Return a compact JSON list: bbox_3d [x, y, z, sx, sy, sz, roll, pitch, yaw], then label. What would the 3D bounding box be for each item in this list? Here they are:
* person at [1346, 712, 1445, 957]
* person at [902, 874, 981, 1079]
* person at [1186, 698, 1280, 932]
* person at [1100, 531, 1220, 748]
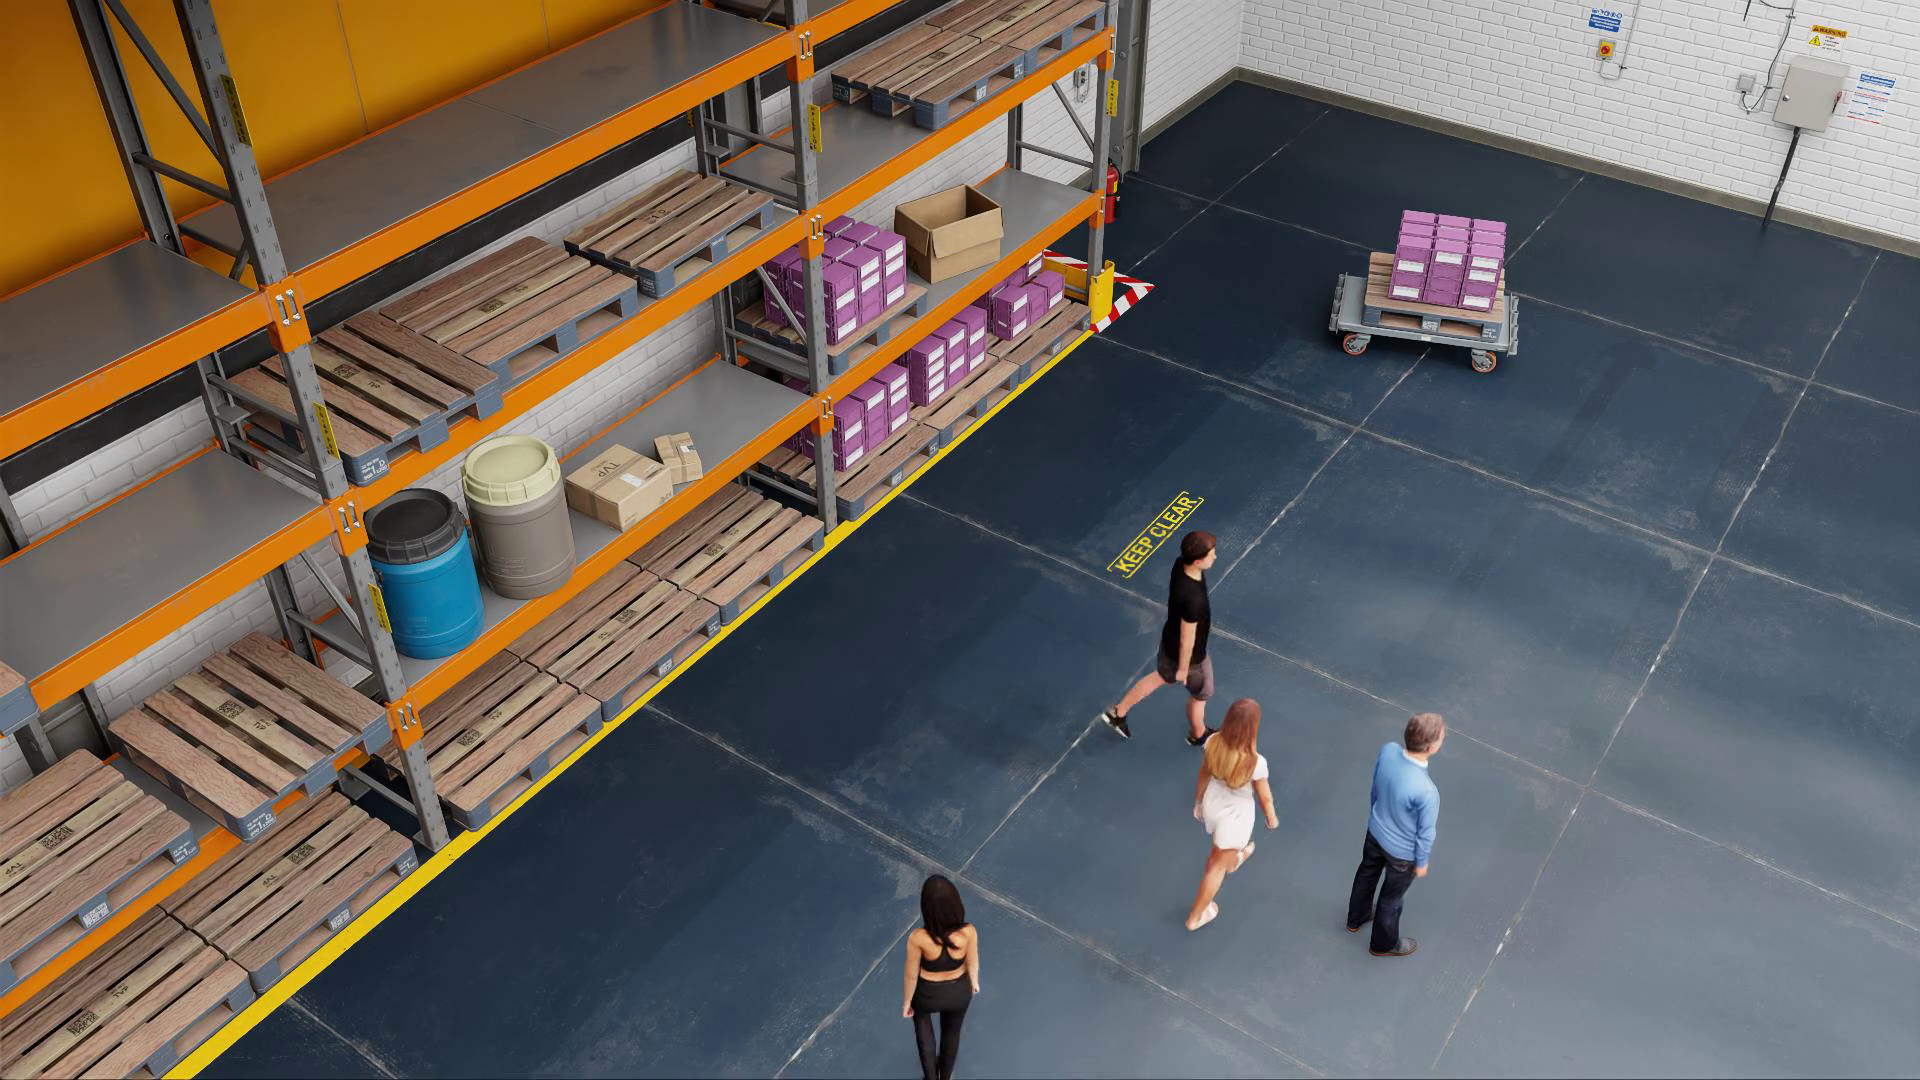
[{"bbox_3d":[2.504,1.683,9.531,0.756,1.810,0.745,-14,41,-17],"label":"person"},{"bbox_3d":[-0.090,2.441,8.724,0.745,1.632,0.805,-5,39,-6],"label":"person"},{"bbox_3d":[1.503,1.653,9.691,1.036,1.658,0.736,-28,46,-30],"label":"person"},{"bbox_3d":[1.365,0.660,10.789,1.181,1.840,1.159,-4,39,-5],"label":"person"}]
